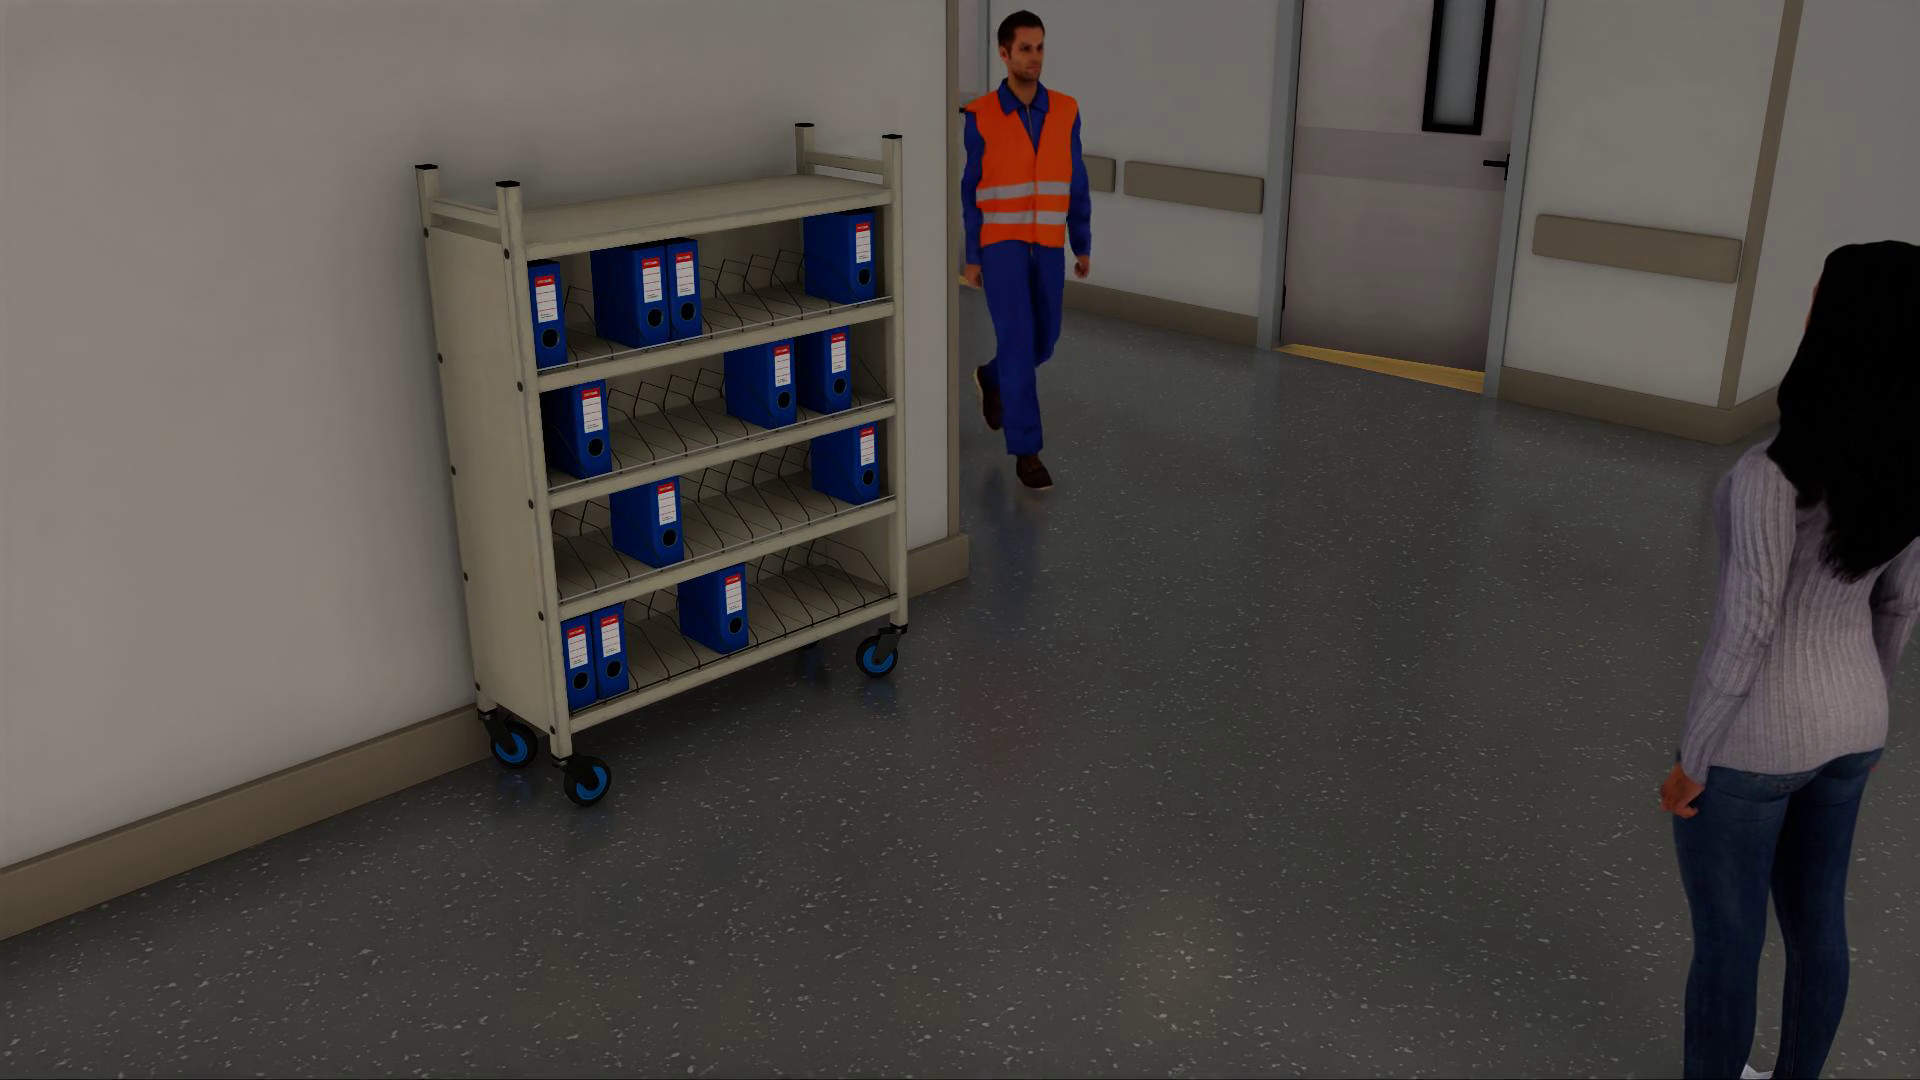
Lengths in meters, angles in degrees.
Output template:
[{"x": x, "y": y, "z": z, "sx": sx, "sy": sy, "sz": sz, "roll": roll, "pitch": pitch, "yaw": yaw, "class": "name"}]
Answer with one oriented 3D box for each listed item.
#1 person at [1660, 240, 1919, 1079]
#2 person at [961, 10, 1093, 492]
[{"x": 1.443, "y": 0.348, "z": 2.881, "sx": 0.600, "sy": 1.736, "sz": 0.741, "roll": -8, "pitch": 22, "yaw": -20, "class": "person"}, {"x": 0.222, "y": -1.165, "z": 6.726, "sx": 1.163, "sy": 1.843, "sz": 1.030, "roll": -8, "pitch": 22, "yaw": -21, "class": "person"}]
